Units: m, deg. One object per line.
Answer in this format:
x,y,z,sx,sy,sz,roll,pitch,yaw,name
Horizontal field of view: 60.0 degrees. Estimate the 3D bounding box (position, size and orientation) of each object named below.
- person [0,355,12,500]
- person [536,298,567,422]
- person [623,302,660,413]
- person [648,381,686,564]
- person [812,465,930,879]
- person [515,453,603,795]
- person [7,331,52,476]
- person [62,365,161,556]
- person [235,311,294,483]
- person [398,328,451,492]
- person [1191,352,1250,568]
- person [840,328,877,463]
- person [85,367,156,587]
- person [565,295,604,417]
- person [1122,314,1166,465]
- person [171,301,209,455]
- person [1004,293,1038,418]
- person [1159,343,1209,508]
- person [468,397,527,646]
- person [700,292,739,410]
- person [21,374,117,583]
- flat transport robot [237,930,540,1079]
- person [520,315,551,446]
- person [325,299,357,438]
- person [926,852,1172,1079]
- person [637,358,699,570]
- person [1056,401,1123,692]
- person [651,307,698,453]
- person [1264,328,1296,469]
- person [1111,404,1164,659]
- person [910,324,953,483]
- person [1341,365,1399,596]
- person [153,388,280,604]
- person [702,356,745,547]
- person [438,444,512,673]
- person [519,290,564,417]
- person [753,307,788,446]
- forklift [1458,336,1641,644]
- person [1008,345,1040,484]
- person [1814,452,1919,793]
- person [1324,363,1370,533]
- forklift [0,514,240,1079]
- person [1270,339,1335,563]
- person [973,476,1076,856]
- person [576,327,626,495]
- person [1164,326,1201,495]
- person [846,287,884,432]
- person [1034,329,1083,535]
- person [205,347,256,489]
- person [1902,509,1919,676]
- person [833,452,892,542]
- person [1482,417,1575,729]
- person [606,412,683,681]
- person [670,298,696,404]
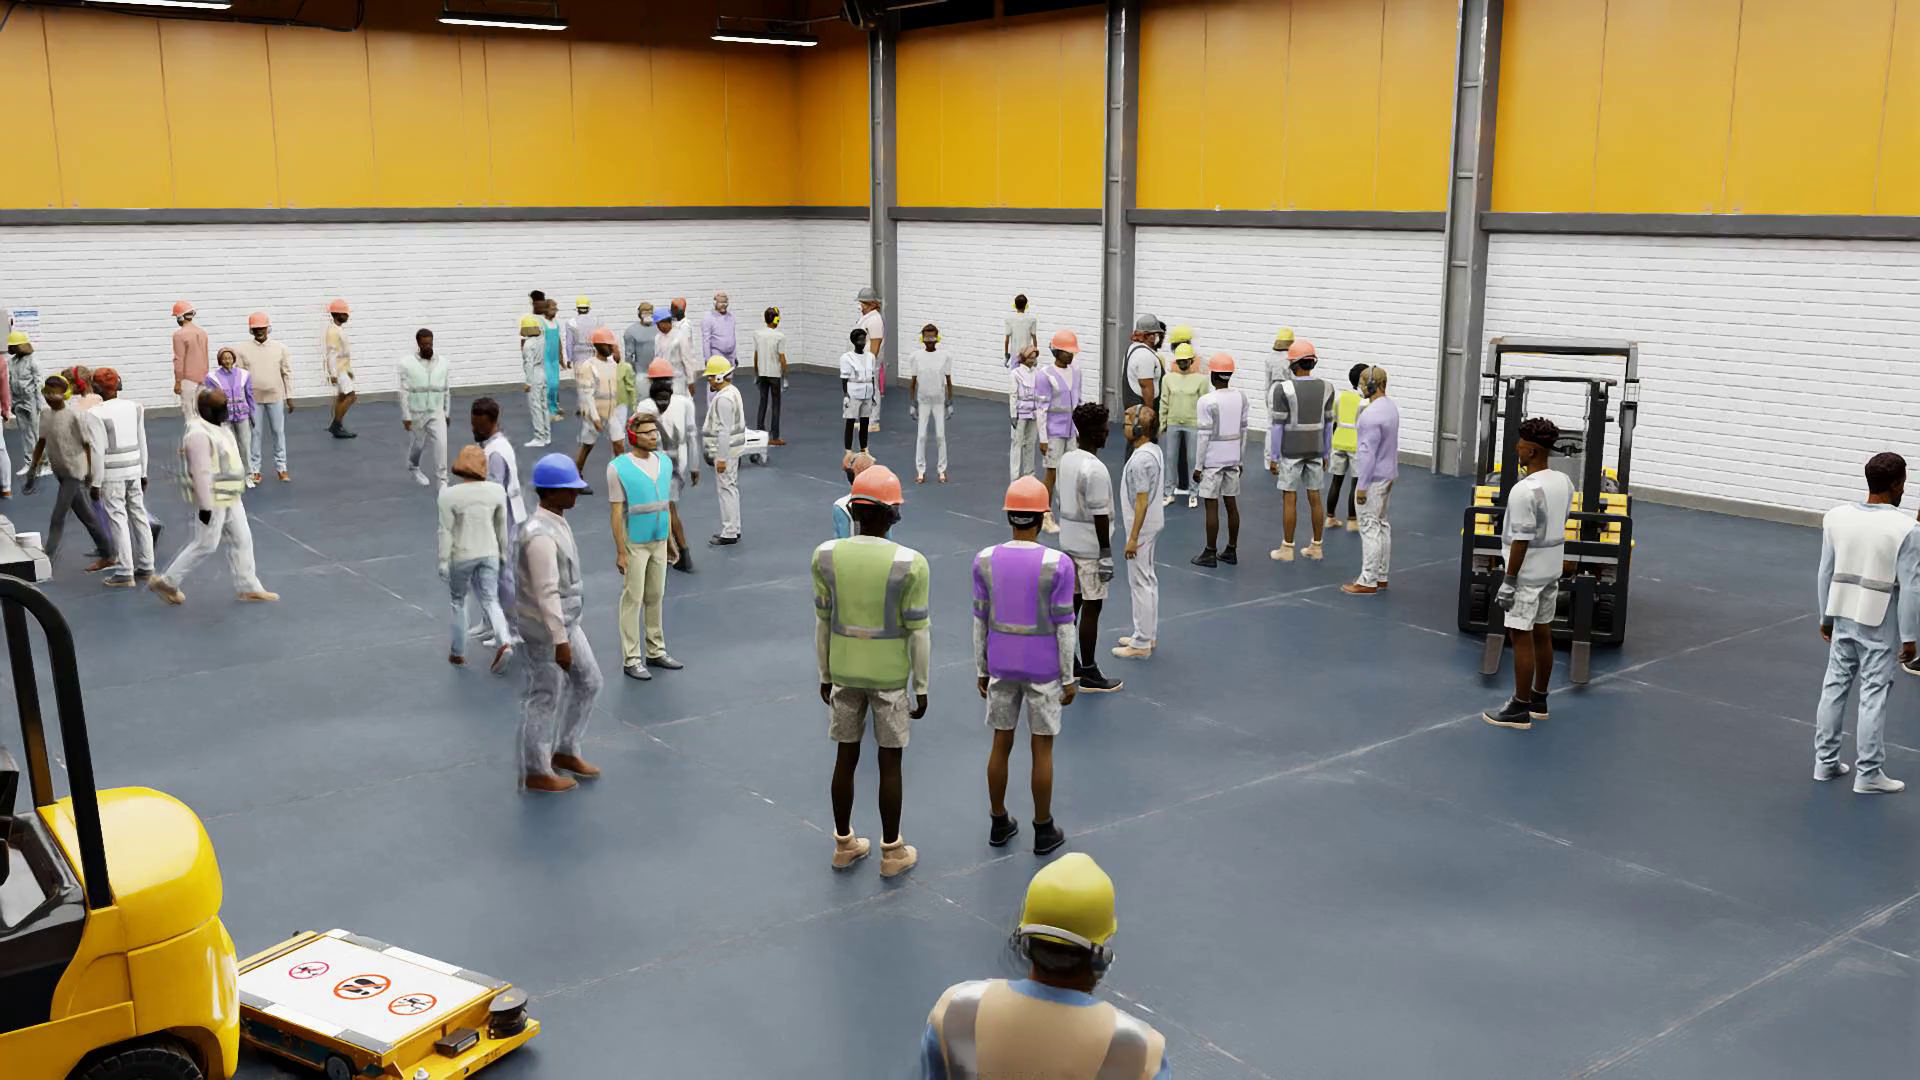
-10.667,-1.372,18.107,0.357,1.938,0.638,8,14,34,person
-6.054,-2.648,24.536,0.422,1.825,0.534,6,13,25,person
-4.169,-2.225,22.265,0.636,1.929,0.373,-6,13,-28,person
-2.667,-0.580,14.865,0.322,1.699,0.535,8,14,35,person
-0.420,0.646,8.151,0.601,2.036,0.404,4,12,17,person
-2.208,0.476,9.205,0.573,1.924,0.641,-1,12,-4,person
-11.123,-1.621,19.813,0.487,1.737,0.323,4,12,20,person
-7.806,-0.715,15.265,0.625,1.810,0.626,-1,12,-4,person
-8.085,-1.657,19.349,0.611,1.996,0.387,-5,13,-23,person
-6.041,-1.461,18.724,0.604,1.878,0.916,-9,14,-36,person
2.323,-0.718,14.955,0.545,1.938,0.360,-7,13,-29,person
-1.256,-1.786,20.695,0.534,1.697,0.318,-10,16,-41,person
-7.195,-0.542,14.233,0.337,1.881,0.585,4,12,19,person
-5.666,-2.776,25.146,0.592,1.834,0.404,-5,13,-24,person
2.068,-1.478,18.376,0.535,2.000,0.688,-2,12,-10,person
-9.939,-2.093,21.496,0.410,1.980,0.624,2,12,10,person
0.914,-2.747,24.913,0.517,1.874,0.327,0,12,2,person
2.391,-1.226,17.824,0.533,1.767,0.312,4,12,19,person
-3.469,-0.115,12.201,0.554,1.882,0.631,-5,13,-23,person
-3.531,-2.717,24.689,0.402,1.904,0.652,9,15,38,person
-7.810,-0.543,14.437,0.558,1.795,0.998,7,13,29,person
-2.434,1.847,6.611,1.431,0.197,0.652,7,13,29,flat transport robot
-5.698,-2.123,22.216,0.318,1.741,0.492,2,12,9,person
-8.486,-2.333,22.812,0.424,1.921,0.547,-3,12,-12,person
0.177,1.645,3.867,0.623,1.805,0.655,4,12,17,person
-2.642,-0.693,14.977,0.547,1.890,0.994,-10,15,-39,person
0.861,0.043,11.209,0.367,1.966,0.606,-5,13,-23,person
-3.663,-2.091,21.686,0.641,1.903,0.699,10,15,39,person
3.921,-1.705,20.212,0.333,1.735,0.489,-10,16,-41,person
1.293,-0.060,11.996,0.334,1.845,0.513,4,12,17,person
-0.332,-1.584,19.329,0.506,1.864,0.332,0,12,1,person
3.456,-0.494,13.899,0.379,1.931,0.635,7,13,29,person
-6.103,-0.339,13.468,0.867,1.809,0.640,-1,12,-5,person
-2.249,-0.845,15.863,0.403,1.819,0.601,-1,12,-3,person
-3.381,0.135,11.645,0.516,1.604,0.702,-8,14,-34,person
-6.273,-2.786,24.971,0.615,1.917,0.957,-6,13,-25,person
-2.528,-2.173,22.189,0.531,1.856,0.330,6,13,27,person
4.683,-0.471,13.136,1.214,2.155,2.313,4,12,20,forklift
0.754,-1.406,19.005,0.511,1.639,0.308,-11,16,-44,person
5.070,0.459,9.313,0.392,1.920,0.587,-6,13,-25,person
3.903,-0.914,16.529,0.333,1.684,0.545,-10,15,-39,person
-3.687,1.115,5.480,2.313,2.155,1.214,-9,15,-36,forklift
3.093,-0.807,15.168,0.603,2.034,0.417,-4,12,-17,person
0.333,0.635,8.448,0.544,1.929,0.388,5,13,23,person
-3.960,-1.399,18.379,1.010,1.895,0.543,9,14,36,person
2.527,-1.435,18.555,0.401,1.900,0.779,8,14,33,person
-1.345,-2.557,23.584,0.537,2.000,0.683,-3,12,-14,person
1.012,-1.062,16.395,0.613,2.033,0.412,-11,16,-43,person
-8.270,-1.377,18.887,0.509,1.629,0.315,-8,14,-35,person
6.853,-0.006,11.458,0.601,1.961,0.372,0,12,0,person
-0.644,0.232,11.086,0.314,1.641,0.515,11,16,42,person
3.573,0.204,10.432,0.606,1.966,0.367,-11,16,-44,person
-2.202,0.028,11.563,0.390,1.850,0.565,7,14,31,person
-3.957,-2.512,23.764,0.358,1.880,0.575,-3,12,-13,person
